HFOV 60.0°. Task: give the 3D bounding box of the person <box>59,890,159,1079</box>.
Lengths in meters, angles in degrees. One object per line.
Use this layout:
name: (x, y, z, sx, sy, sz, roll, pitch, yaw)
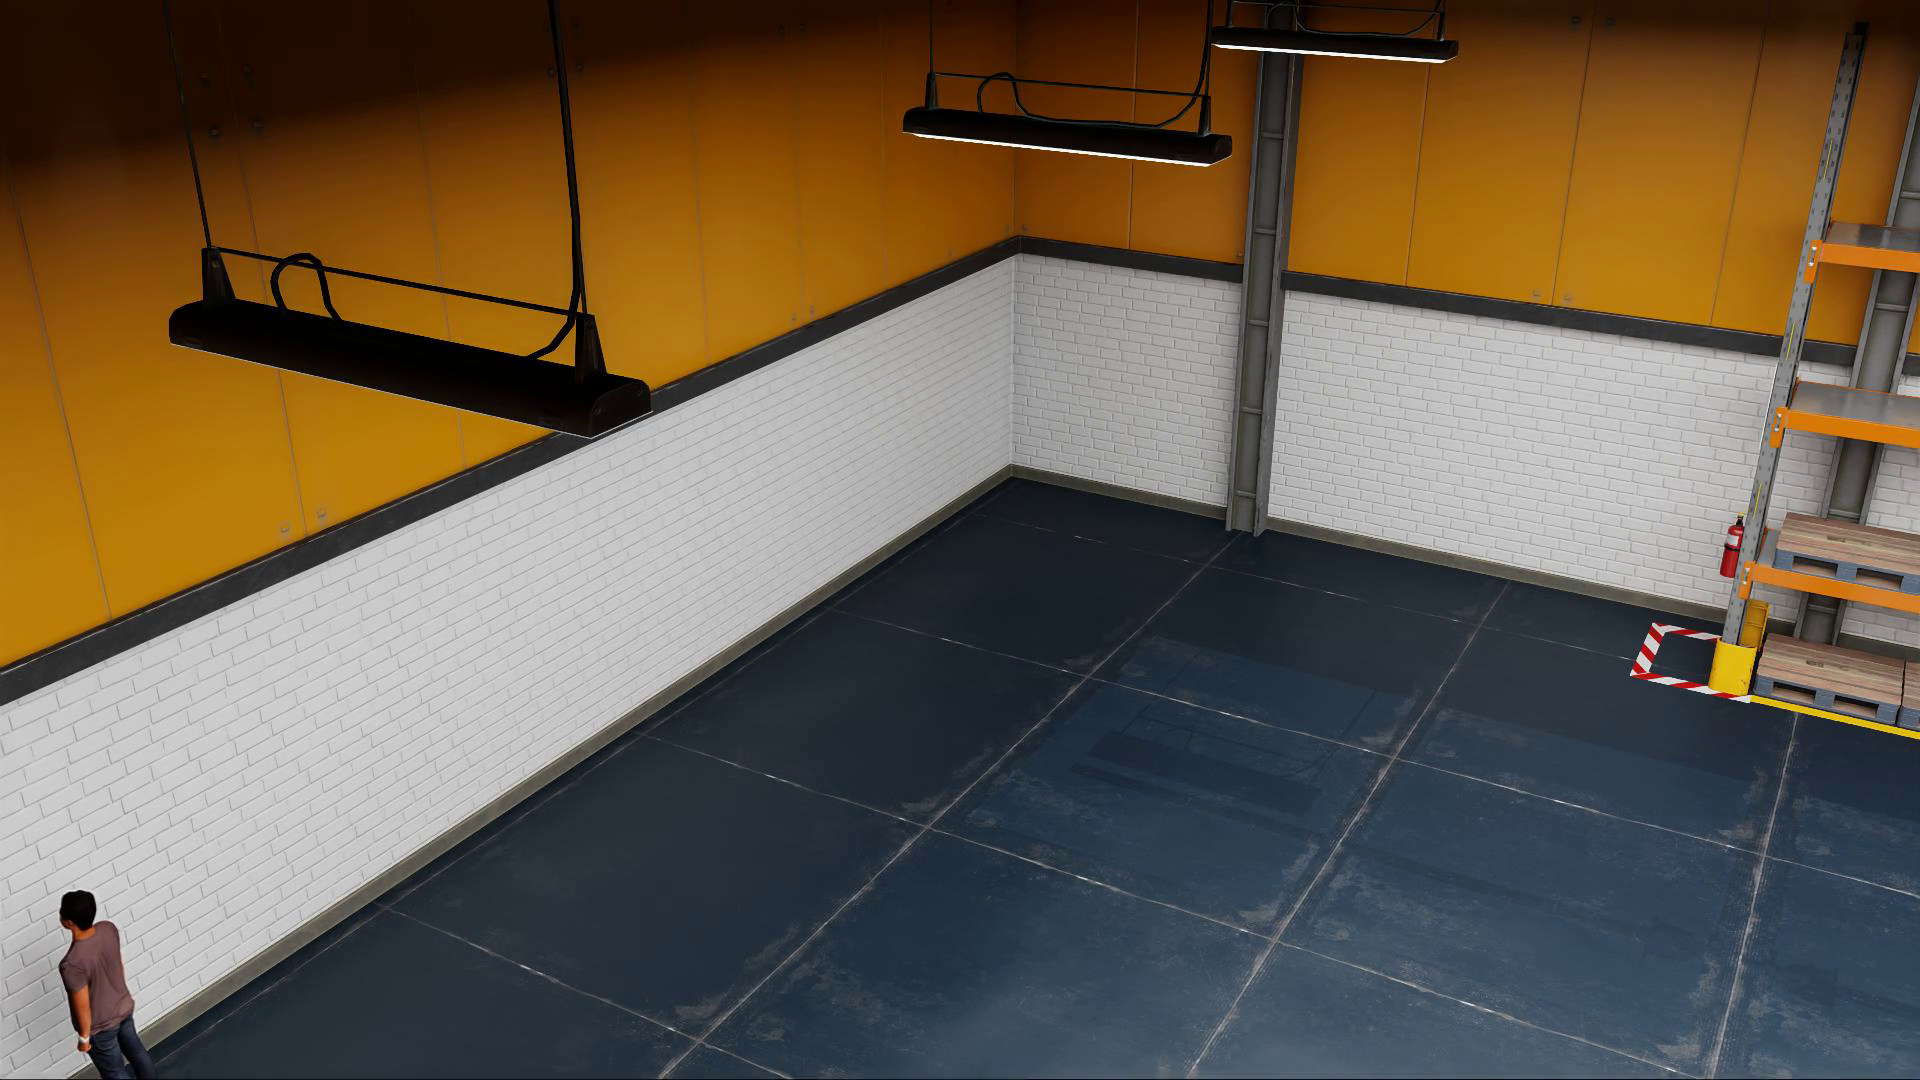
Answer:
person: (-5.221, 2.903, 10.193, 0.670, 1.779, 0.692, 3, 24, 8)
